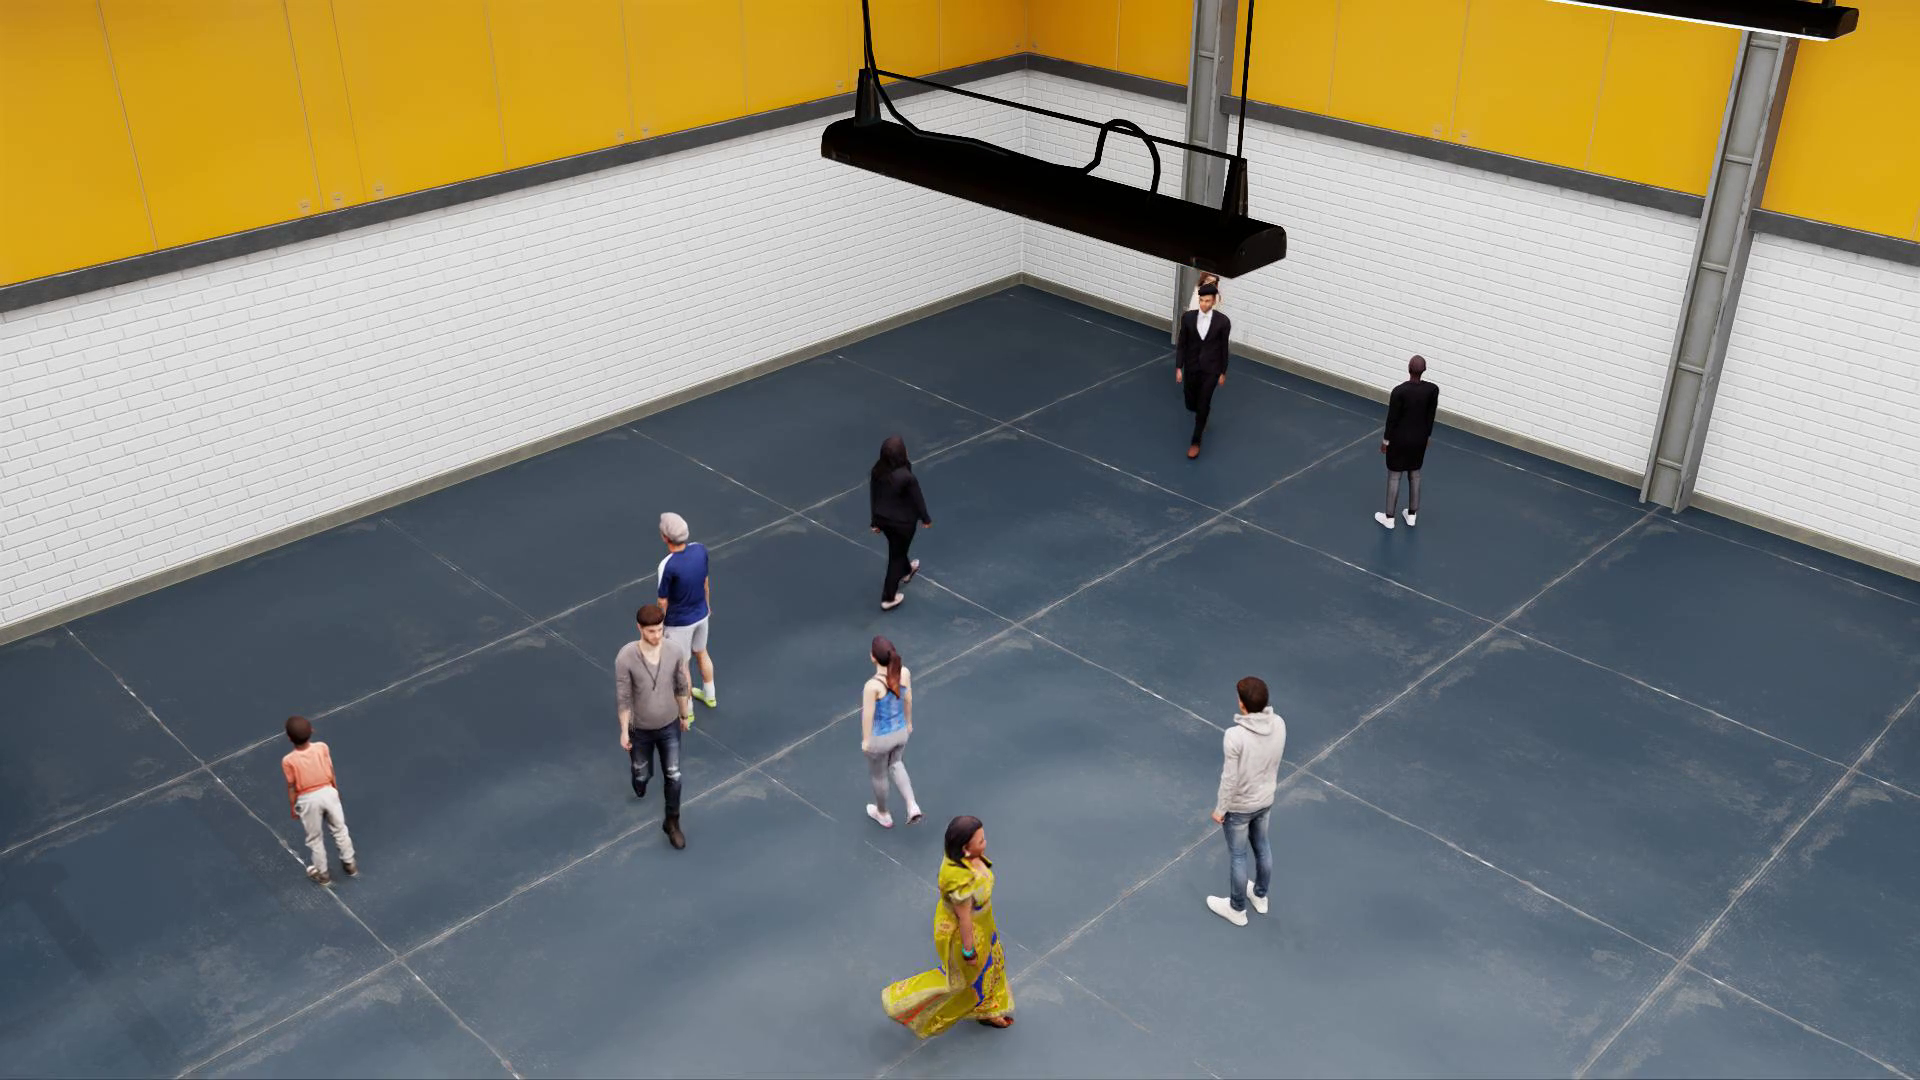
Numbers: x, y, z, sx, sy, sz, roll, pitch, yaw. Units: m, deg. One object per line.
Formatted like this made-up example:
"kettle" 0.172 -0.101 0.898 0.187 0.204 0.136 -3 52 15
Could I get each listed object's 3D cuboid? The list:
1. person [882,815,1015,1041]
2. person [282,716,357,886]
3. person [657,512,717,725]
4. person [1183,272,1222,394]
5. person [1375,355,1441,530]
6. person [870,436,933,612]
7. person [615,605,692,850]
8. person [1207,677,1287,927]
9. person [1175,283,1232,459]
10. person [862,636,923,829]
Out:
"person" -0.053 2.360 10.001 1.177 1.633 1.079 3 29 5
"person" -4.412 1.777 11.414 0.509 1.304 0.510 -19 34 -31
"person" -2.124 0.611 12.998 0.647 1.834 0.692 20 34 32
"person" 2.693 -2.299 18.486 0.870 1.687 0.630 -7 29 -12
"person" 4.290 -0.946 15.929 0.730 1.761 0.747 -5 29 -9
"person" -0.593 -0.117 14.589 0.932 1.587 0.791 19 34 31
"person" -2.201 1.251 11.772 0.920 1.884 1.120 -12 31 -21
"person" 1.903 1.716 10.956 0.706 1.850 0.613 -20 34 -31
"person" 2.573 -1.822 17.432 1.075 1.859 1.018 10 30 18
"person" -0.476 1.406 11.782 0.588 1.602 0.774 -23 36 -36
